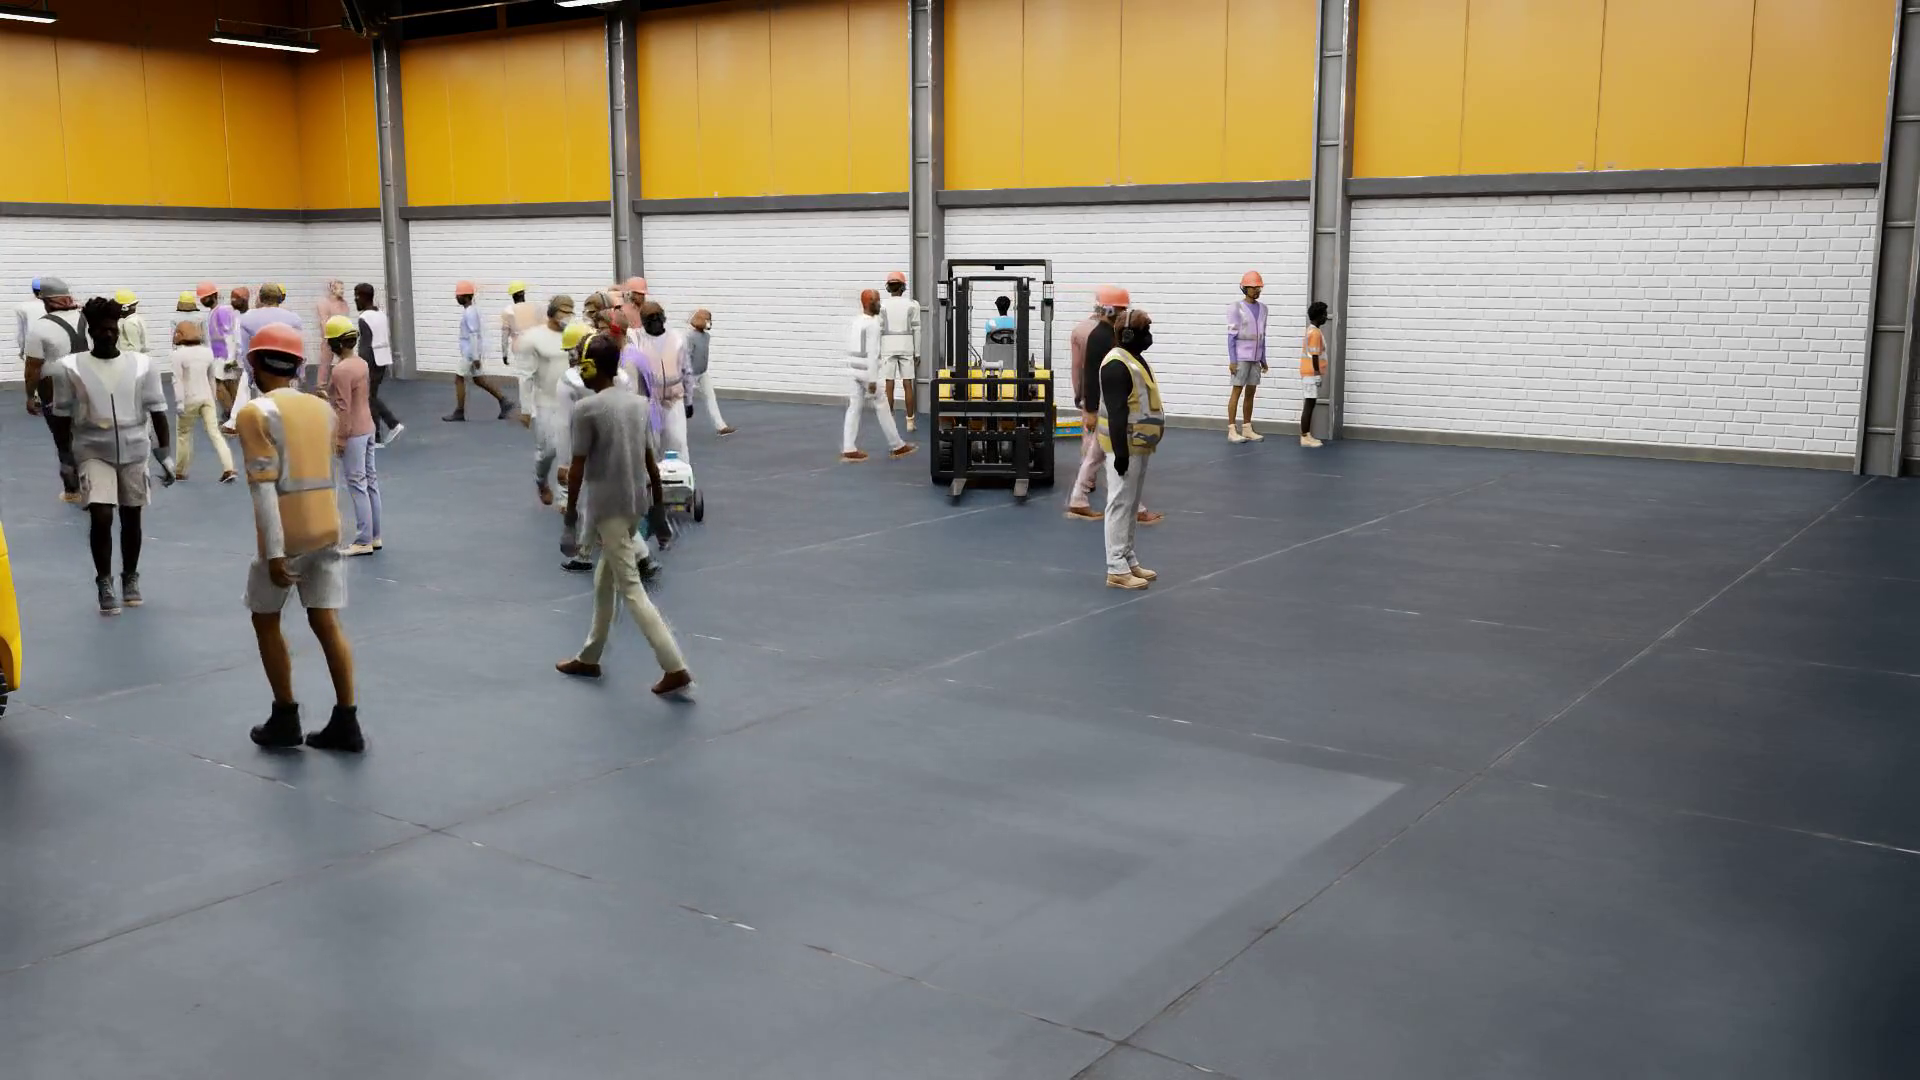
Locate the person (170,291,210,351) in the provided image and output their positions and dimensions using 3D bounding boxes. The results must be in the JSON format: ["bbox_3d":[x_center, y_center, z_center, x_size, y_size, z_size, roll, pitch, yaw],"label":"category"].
[{"bbox_3d":[-10.691,-2.585,23.141,0.492,1.745,0.291,-5,11,-26],"label":"person"}]

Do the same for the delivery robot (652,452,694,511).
[{"bbox_3d":[-2.422,-0.501,13.986,0.477,0.478,0.707,-2,10,-10],"label":"delivery robot"}]

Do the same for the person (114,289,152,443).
[{"bbox_3d":[-9.711,-2.019,19.505,0.404,1.829,0.600,-4,10,-20],"label":"person"}]

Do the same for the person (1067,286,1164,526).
[{"bbox_3d":[1.267,-1.099,13.661,0.846,1.956,0.643,3,10,16],"label":"person"}]

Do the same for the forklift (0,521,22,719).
[{"bbox_3d":[-5.296,-0.090,6.943,1.214,2.155,2.313,7,12,35],"label":"forklift"}]

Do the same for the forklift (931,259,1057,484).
[{"bbox_3d":[0.370,-1.738,16.759,1.214,2.155,2.313,1,10,3],"label":"forklift"}]

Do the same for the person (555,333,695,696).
[{"bbox_3d":[-1.703,-0.123,8.325,0.956,1.812,0.539,5,11,28],"label":"person"}]

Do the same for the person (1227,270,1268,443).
[{"bbox_3d":[3.452,-2.182,19.850,0.608,2.045,0.392,-6,11,-34],"label":"person"}]

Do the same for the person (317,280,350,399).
[{"bbox_3d":[-9.712,-3.120,26.011,1.005,1.854,0.662,4,10,24],"label":"person"}]

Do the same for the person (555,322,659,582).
[{"bbox_3d":[-2.390,-0.589,11.243,0.962,1.765,0.595,6,11,33],"label":"person"}]

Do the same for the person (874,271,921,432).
[{"bbox_3d":[-0.794,-2.374,21.026,0.605,2.034,0.392,-1,10,-5],"label":"person"}]

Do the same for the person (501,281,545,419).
[{"bbox_3d":[-6.013,-2.614,22.902,0.610,1.876,0.945,-5,11,-28],"label":"person"}]

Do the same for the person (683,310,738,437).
[{"bbox_3d":[-3.234,-2.042,20.442,0.962,1.565,0.518,5,11,27],"label":"person"}]

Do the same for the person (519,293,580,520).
[{"bbox_3d":[-3.410,-1.134,14.050,0.637,1.908,0.686,-5,11,-29],"label":"person"}]

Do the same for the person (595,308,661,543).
[{"bbox_3d":[-2.400,-0.765,12.066,0.474,1.826,0.552,-6,11,-32],"label":"person"}]

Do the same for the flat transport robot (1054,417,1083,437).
[{"bbox_3d":[1.193,-1.371,20.288,1.431,0.197,0.652,-3,10,-16],"label":"flat transport robot"}]

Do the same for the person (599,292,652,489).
[{"bbox_3d":[-2.986,-1.206,14.494,0.469,1.891,0.592,4,10,24],"label":"person"}]

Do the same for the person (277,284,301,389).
[{"bbox_3d":[-11.384,-3.397,27.910,0.523,1.769,0.316,3,10,16],"label":"person"}]

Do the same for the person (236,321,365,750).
[{"bbox_3d":[-2.908,-0.009,7.346,0.651,1.887,0.558,5,11,27],"label":"person"}]

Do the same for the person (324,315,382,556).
[{"bbox_3d":[-4.478,-0.761,12.224,0.329,1.765,0.525,0,10,1],"label":"person"}]

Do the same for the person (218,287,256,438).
[{"bbox_3d":[-8.765,-2.168,20.365,0.944,1.834,0.567,-7,12,-37],"label":"person"}]

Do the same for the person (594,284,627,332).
[{"bbox_3d":[-4.115,-2.145,20.125,0.679,1.872,0.827,-1,10,-6],"label":"person"}]

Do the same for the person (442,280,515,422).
[{"bbox_3d":[-6.527,-2.545,22.437,0.891,1.906,0.543,-2,10,-10],"label":"person"}]

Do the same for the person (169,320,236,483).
[{"bbox_3d":[-7.420,-1.343,16.211,0.859,1.588,0.514,5,11,29],"label":"person"}]

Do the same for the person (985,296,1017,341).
[{"bbox_3d":[0.591,-2.437,22.410,0.532,1.693,0.319,-2,10,-10],"label":"person"}]

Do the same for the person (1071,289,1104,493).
[{"bbox_3d":[1.359,-1.377,15.487,0.637,1.902,0.406,4,10,21],"label":"person"}]

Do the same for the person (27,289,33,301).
[{"bbox_3d":[-14.509,-3.189,26.365,0.532,1.871,0.321,-8,12,-38],"label":"person"}]

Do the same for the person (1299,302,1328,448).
[{"bbox_3d":[4.114,-1.922,19.354,0.318,1.694,0.534,2,10,10],"label":"person"}]

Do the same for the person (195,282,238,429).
[{"bbox_3d":[-9.451,-2.339,21.233,0.601,1.890,0.577,-6,11,-32],"label":"person"}]

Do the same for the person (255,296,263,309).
[{"bbox_3d":[-10.848,-2.993,25.921,0.515,1.622,0.657,-5,11,-27],"label":"person"}]

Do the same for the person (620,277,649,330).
[{"bbox_3d":[-3.822,-2.128,19.723,0.434,1.968,0.607,7,12,37],"label":"person"}]

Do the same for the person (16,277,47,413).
[{"bbox_3d":[-12.816,-2.702,23.274,0.637,1.932,0.443,-2,10,-13],"label":"person"}]

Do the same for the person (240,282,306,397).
[{"bbox_3d":[-7.237,-1.751,17.595,0.635,1.938,0.359,-1,10,-7],"label":"person"}]

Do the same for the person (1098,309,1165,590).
[{"bbox_3d":[1.142,-0.606,11.069,0.429,1.844,0.622,3,10,18],"label":"person"}]

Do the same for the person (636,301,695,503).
[{"bbox_3d":[-2.637,-1.199,14.730,0.681,1.800,0.747,-5,11,-26],"label":"person"}]

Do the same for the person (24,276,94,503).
[{"bbox_3d":[-8.041,-1.350,14.903,0.579,2.000,0.712,5,11,27],"label":"person"}]

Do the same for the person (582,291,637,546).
[{"bbox_3d":[-2.628,-0.885,12.443,0.354,1.936,0.635,-9,13,-43],"label":"person"}]

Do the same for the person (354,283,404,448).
[{"bbox_3d":[-6.776,-2.002,19.166,0.446,1.906,0.626,0,10,0],"label":"person"}]

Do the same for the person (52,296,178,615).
[{"bbox_3d":[-5.179,-0.513,10.215,0.622,1.939,0.726,-7,12,-37],"label":"person"}]

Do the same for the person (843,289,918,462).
[{"bbox_3d":[-0.888,-1.772,17.984,0.924,1.843,0.611,-5,11,-29],"label":"person"}]
